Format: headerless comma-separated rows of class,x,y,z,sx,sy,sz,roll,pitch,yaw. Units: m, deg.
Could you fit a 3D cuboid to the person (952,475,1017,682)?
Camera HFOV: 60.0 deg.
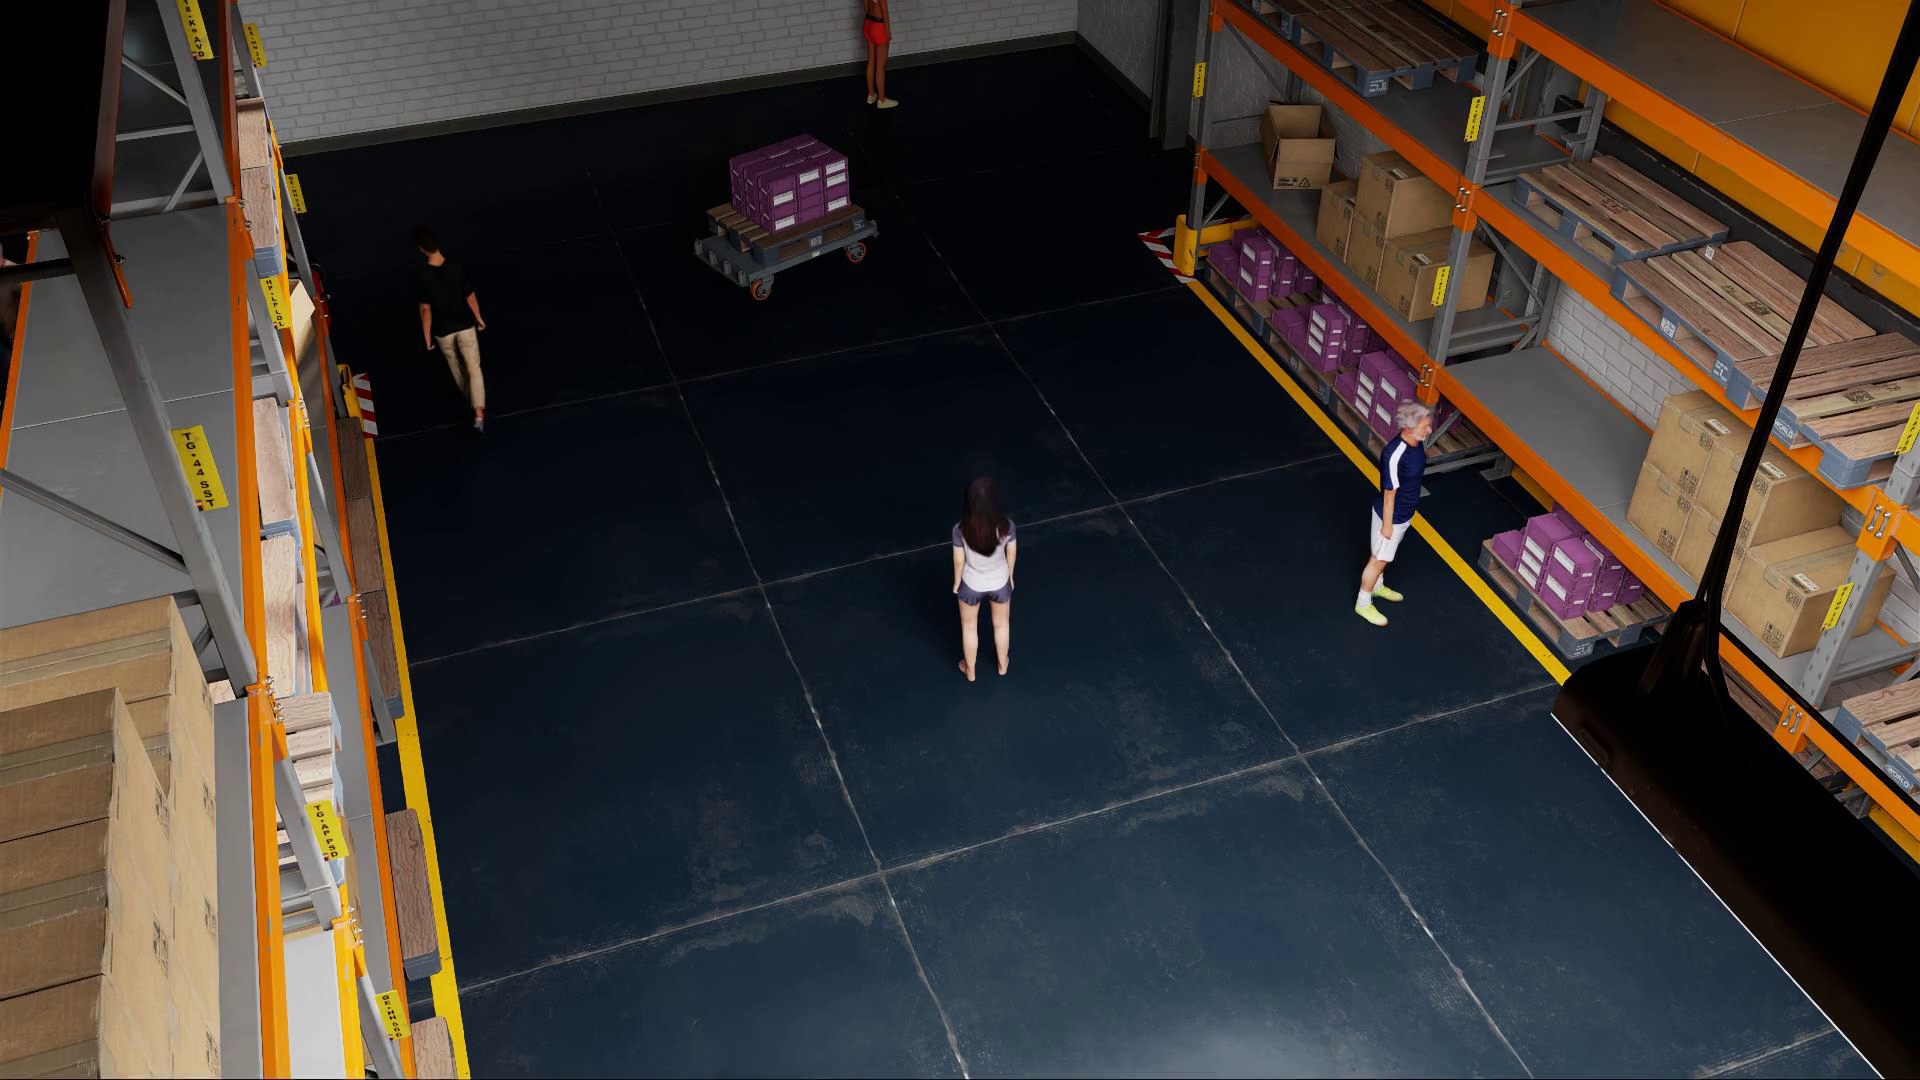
person,0.162,0.276,11.447,0.633,1.707,0.585,-6,39,-7

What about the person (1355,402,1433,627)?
person,3.126,-0.230,11.975,0.763,1.838,0.721,20,43,23

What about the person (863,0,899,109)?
person,-0.957,-5.847,19.046,0.702,1.792,0.583,-24,45,-27

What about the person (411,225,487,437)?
person,-4.194,-1.702,13.840,0.726,1.812,1.132,-14,41,-17
